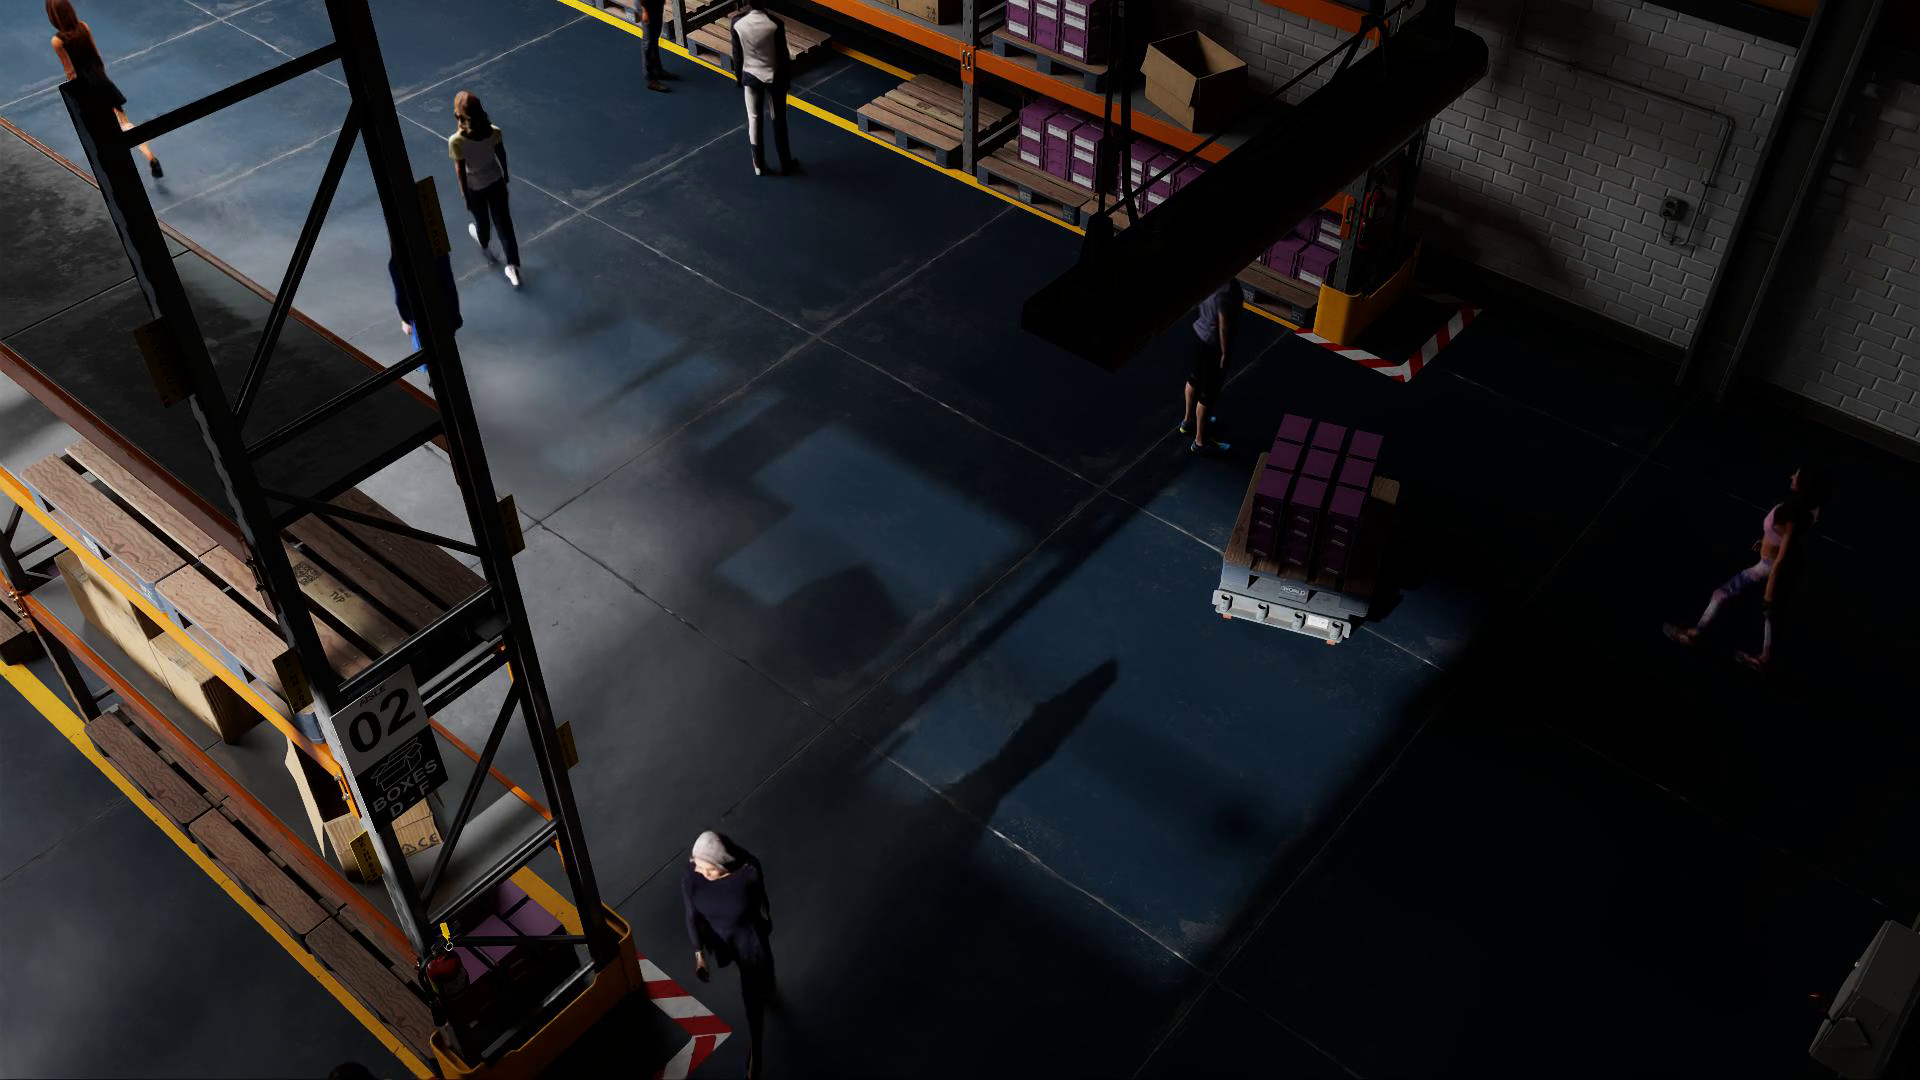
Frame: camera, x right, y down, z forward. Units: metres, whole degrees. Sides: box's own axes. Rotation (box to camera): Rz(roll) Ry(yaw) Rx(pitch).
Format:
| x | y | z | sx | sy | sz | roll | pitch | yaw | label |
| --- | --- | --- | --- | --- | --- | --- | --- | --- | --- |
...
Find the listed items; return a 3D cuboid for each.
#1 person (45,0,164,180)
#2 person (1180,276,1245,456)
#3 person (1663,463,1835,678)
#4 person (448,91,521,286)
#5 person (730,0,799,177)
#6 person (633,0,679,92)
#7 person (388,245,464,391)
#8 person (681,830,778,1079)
| x | y | z | sx | sy | sz | roll | pitch | yaw | label |
| --- | --- | --- | --- | --- | --- | --- | --- | --- | --- |
| -7.840 | -4.065 | 15.196 | 1.198 | 1.798 | 0.773 | 20 | 47 | 20 | person |
| 1.894 | -1.486 | 12.424 | 0.805 | 1.887 | 0.727 | -7 | 44 | -7 | person |
| 5.335 | 0.240 | 10.719 | 0.635 | 1.741 | 0.965 | -34 | 53 | -31 | person |
| -3.973 | -2.930 | 14.095 | 0.864 | 1.675 | 1.195 | -25 | 49 | -24 | person |
| -1.814 | -4.243 | 15.316 | 0.727 | 1.893 | 0.834 | 4 | 44 | 5 | person |
| -3.111 | -5.380 | 16.591 | 0.673 | 1.778 | 0.712 | 11 | 45 | 11 | person |
| -4.050 | -1.740 | 12.751 | 0.783 | 1.805 | 0.891 | -17 | 46 | -17 | person |
| -1.226 | 2.019 | 8.880 | 1.084 | 1.702 | 1.133 | -3 | 44 | -3 | person |
